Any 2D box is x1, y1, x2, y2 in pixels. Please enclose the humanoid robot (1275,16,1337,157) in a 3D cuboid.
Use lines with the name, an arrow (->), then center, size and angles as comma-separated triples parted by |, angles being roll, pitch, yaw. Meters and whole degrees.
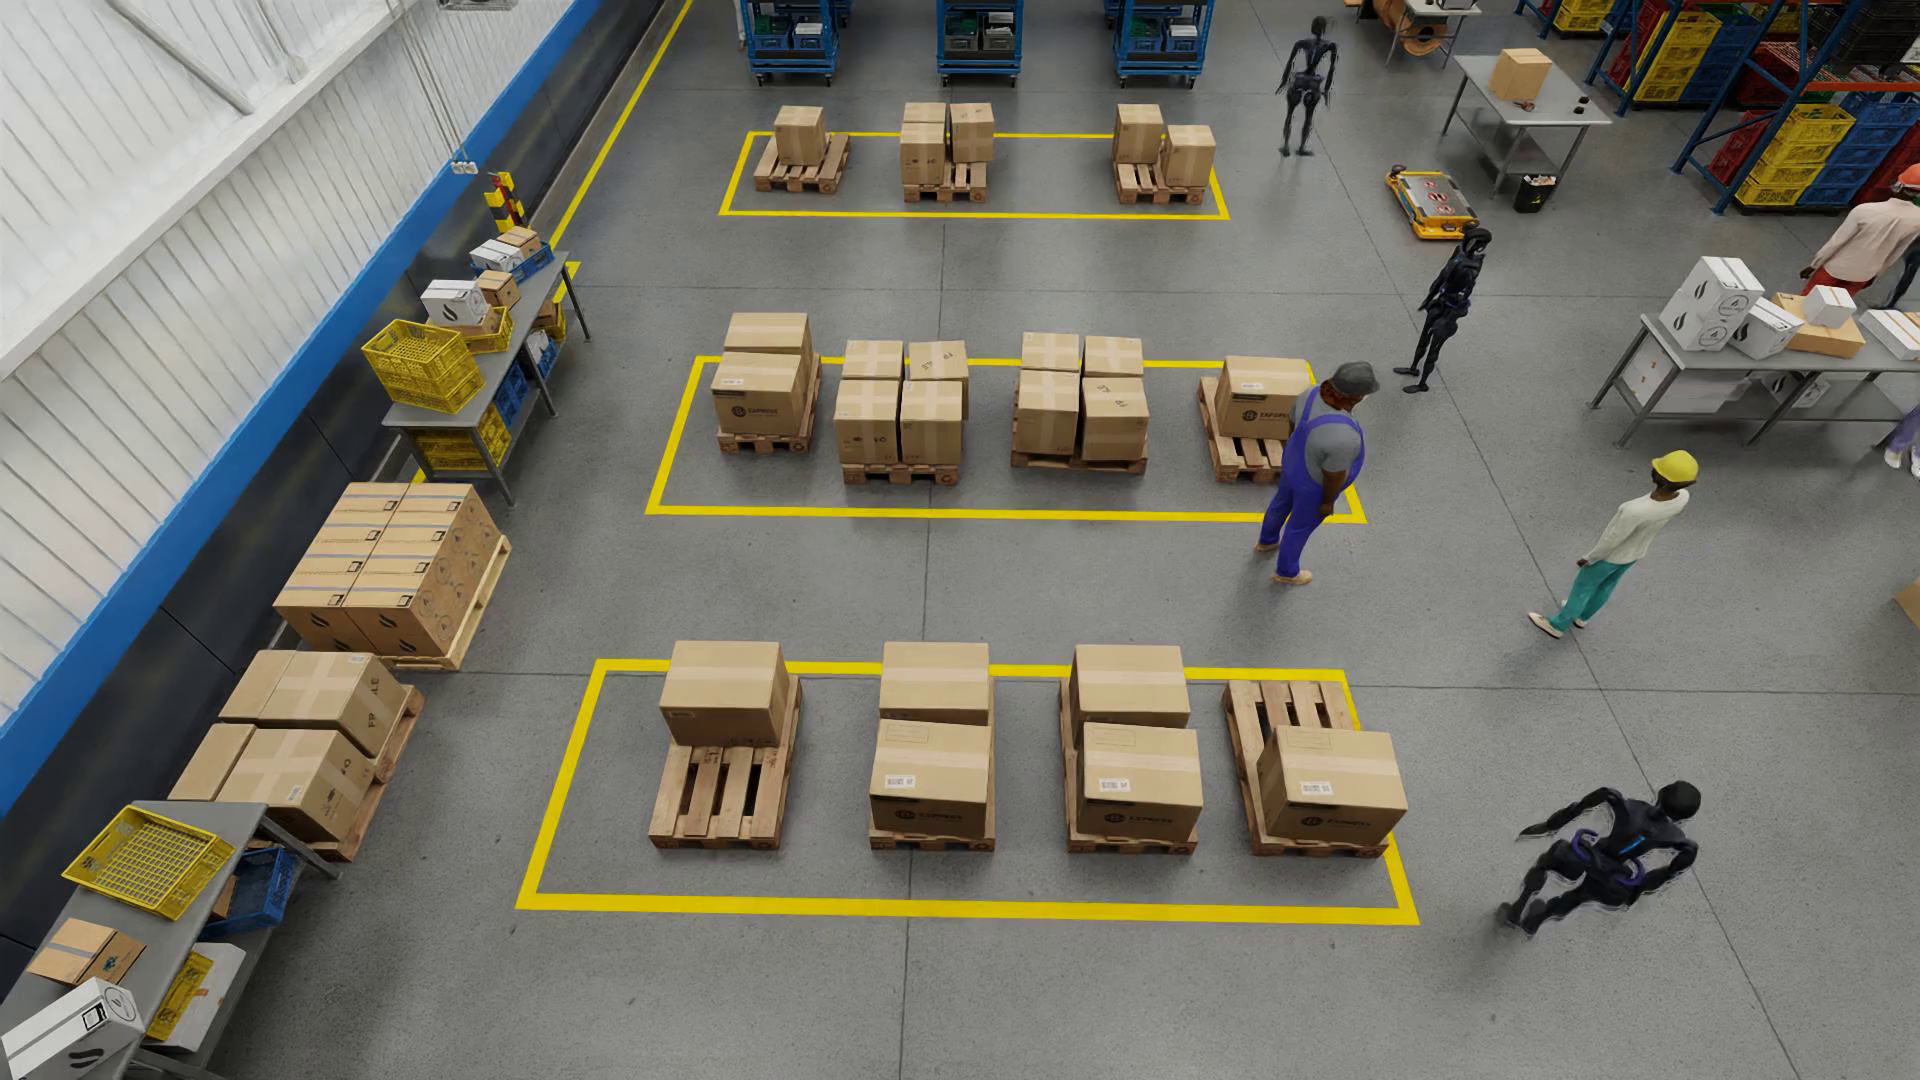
humanoid robot -> 4.361, -5.696, 11.555 | 0.699, 1.639, 0.384 | 15, 51, 13

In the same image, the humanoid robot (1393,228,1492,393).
humanoid robot -> 4.420, -2.101, 8.411 | 0.331, 1.657, 0.586 | 0, 49, 0

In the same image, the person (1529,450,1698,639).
person -> 4.638, 0.052, 6.497 | 0.532, 1.766, 0.324 | -16, 51, -14

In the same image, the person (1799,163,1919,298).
person -> 8.316, -2.558, 8.607 | 0.610, 1.995, 0.389 | 13, 50, 11

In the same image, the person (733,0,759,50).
person -> -3.252, -8.365, 13.704 | 0.571, 1.887, 0.356 | 0, 49, 0

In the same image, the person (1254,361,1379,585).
person -> 2.659, -0.501, 6.796 | 0.537, 2.000, 0.673 | -7, 49, -6

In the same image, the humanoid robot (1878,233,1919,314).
humanoid robot -> 9.703, -3.065, 9.303 | 0.774, 1.646, 0.599 | 15, 51, 13

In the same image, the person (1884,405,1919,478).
person -> 8.408, -1.310, 7.584 | 0.594, 1.907, 0.530 | 22, 53, 18

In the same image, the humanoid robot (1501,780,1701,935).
humanoid robot -> 3.494, 1.757, 5.079 | 0.622, 1.645, 0.337 | 36, 58, 27

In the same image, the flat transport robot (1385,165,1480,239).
flat transport robot -> 5.692, -4.094, 11.059 | 0.652, 0.197, 1.431 | 1, 49, 1
